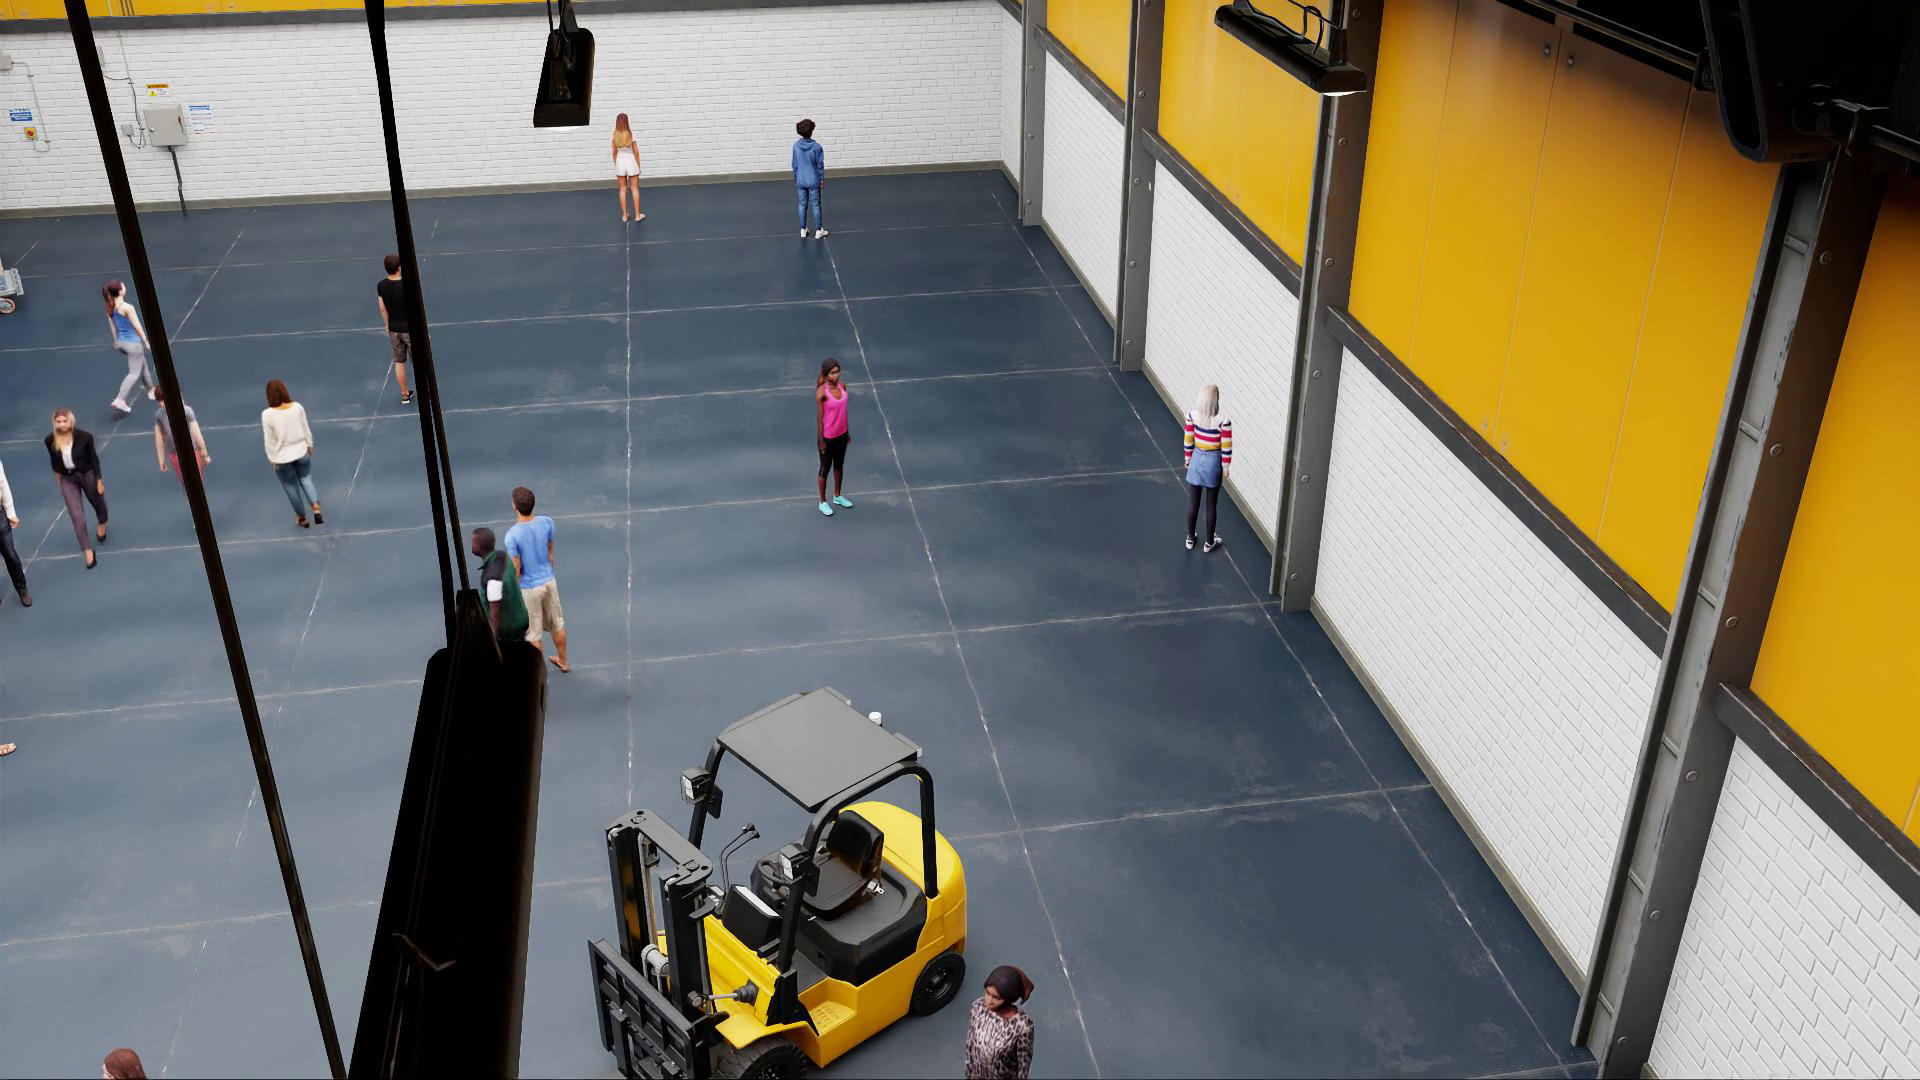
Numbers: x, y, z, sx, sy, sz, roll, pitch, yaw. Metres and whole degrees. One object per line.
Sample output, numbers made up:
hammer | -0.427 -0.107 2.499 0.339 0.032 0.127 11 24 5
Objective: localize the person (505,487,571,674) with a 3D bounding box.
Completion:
person | -3.698 0.390 14.514 0.777 1.864 0.734 22 35 34

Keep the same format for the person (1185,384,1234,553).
person | 2.458 -0.735 16.635 0.721 1.809 0.745 14 32 24

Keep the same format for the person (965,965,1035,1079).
person | 0.228 3.146 9.619 0.682 1.714 0.743 19 34 31

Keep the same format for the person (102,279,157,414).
person | -9.880 -2.277 19.699 0.965 1.582 1.093 14 32 25

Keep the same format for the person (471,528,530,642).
person | -3.720 0.717 13.964 0.772 1.817 0.687 -7 29 -12

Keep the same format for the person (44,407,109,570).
person | -8.736 -0.584 16.568 0.723 1.607 1.125 -10 30 -17

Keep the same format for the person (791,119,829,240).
person | -2.314 -5.523 25.411 0.752 1.811 0.732 9 30 15

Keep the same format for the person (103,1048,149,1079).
person | -4.828 3.413 9.765 0.530 1.106 0.599 21 35 34

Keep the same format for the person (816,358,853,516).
person | -1.333 -1.109 17.410 0.662 1.722 0.695 -24 36 -36

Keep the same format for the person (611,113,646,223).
person | -5.247 -5.868 26.163 0.616 1.696 0.605 1 29 2

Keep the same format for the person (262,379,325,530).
person | -6.795 -0.827 16.951 0.789 1.668 0.857 -22 36 -34

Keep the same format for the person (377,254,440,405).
person | -6.644 -2.520 19.851 0.738 1.862 0.699 4 29 7

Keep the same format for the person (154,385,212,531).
person | -7.925 -0.889 17.099 0.674 1.635 0.715 0 29 0

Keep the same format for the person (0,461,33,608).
person | -9.152 -0.214 15.614 0.724 1.871 0.666 -15 32 -25
